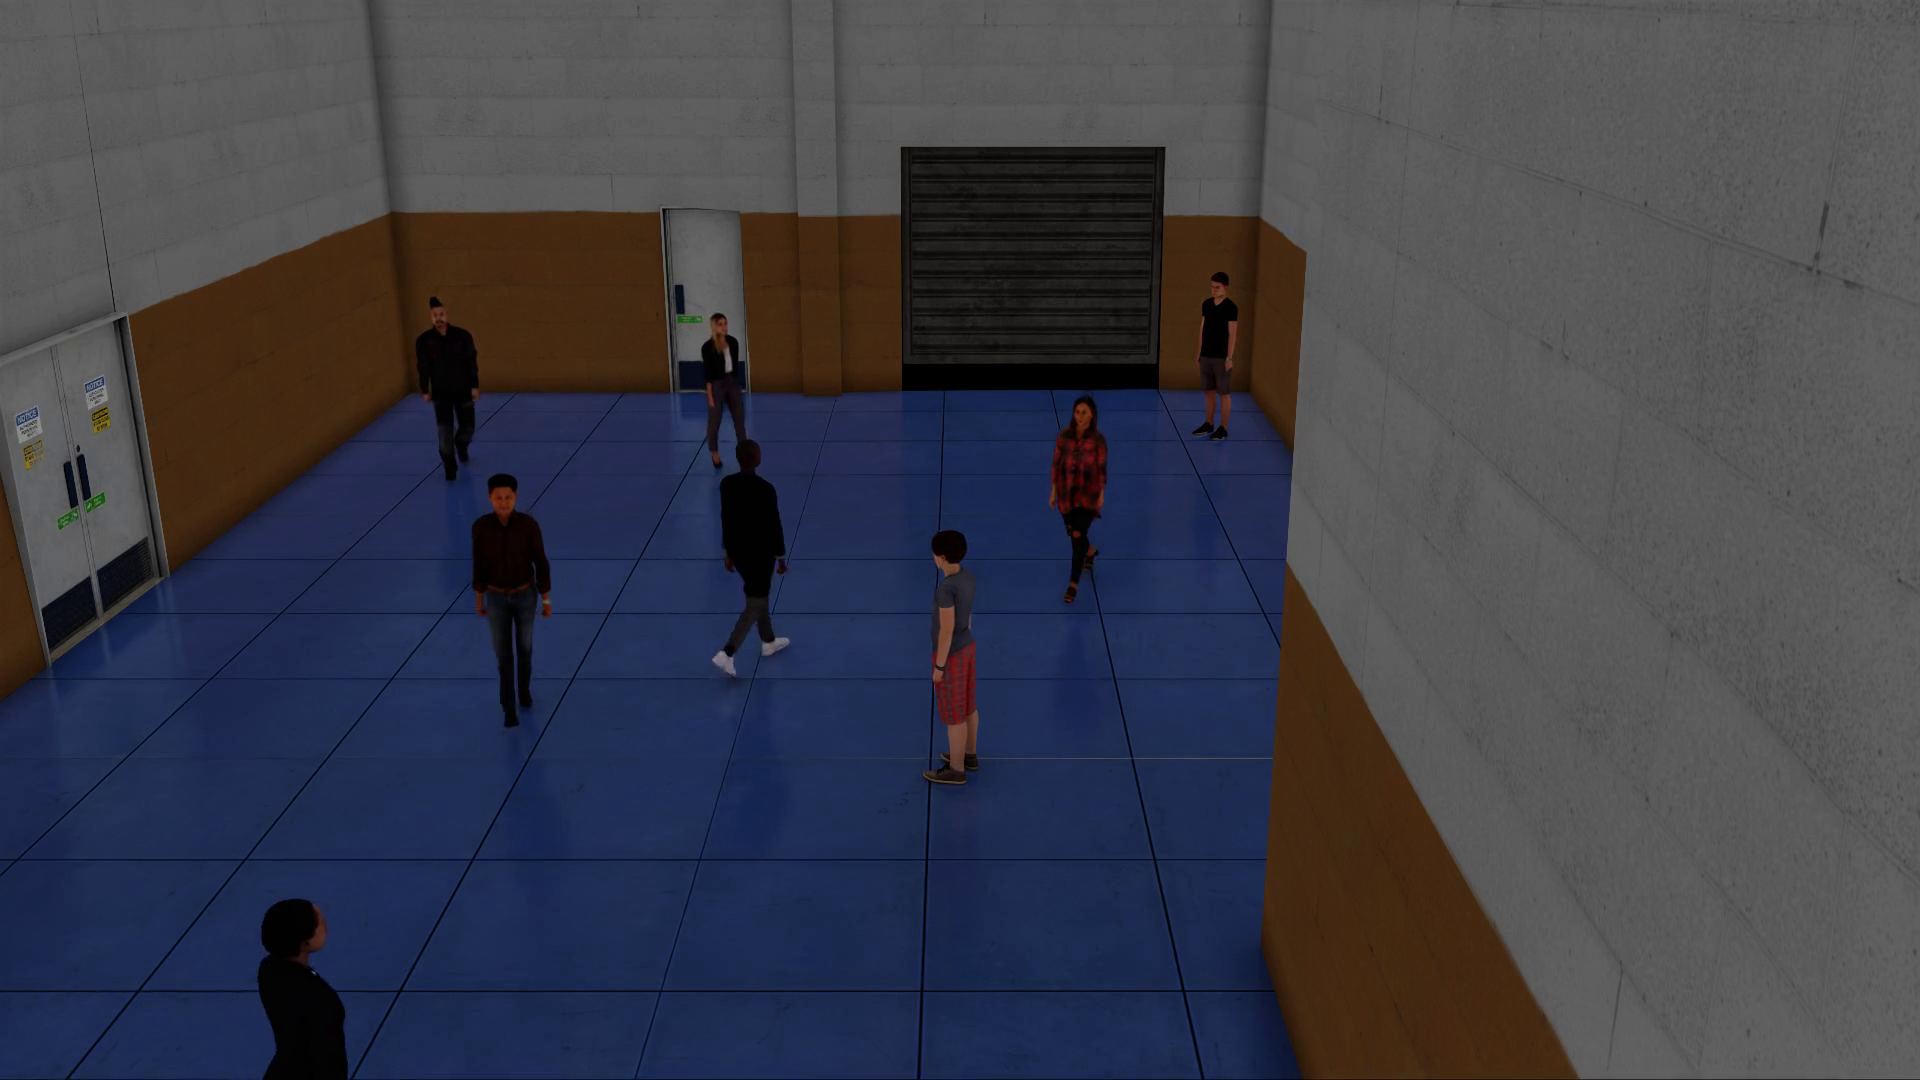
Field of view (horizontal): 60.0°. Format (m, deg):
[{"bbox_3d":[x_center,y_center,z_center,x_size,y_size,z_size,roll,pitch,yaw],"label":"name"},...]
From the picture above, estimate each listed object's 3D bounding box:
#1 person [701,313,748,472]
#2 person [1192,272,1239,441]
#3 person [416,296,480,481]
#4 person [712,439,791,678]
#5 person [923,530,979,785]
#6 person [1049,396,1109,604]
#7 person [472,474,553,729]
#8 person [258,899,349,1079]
[{"bbox_3d":[-2.509,-1.535,17.257,0.923,1.651,0.946,-14,23,-35],"label":"person"},{"bbox_3d":[2.874,-2.065,18.496,0.795,1.862,0.756,-15,23,-37],"label":"person"},{"bbox_3d":[-5.217,-1.574,17.039,1.098,1.838,1.054,-7,20,-20],"label":"person"},{"bbox_3d":[-1.573,0.153,12.128,1.181,1.728,1.123,12,22,32],"label":"person"},{"bbox_3d":[-0.034,0.732,10.514,0.652,1.649,0.669,8,20,23],"label":"person"},{"bbox_3d":[1.005,-0.368,13.766,1.125,1.668,1.020,10,21,28],"label":"person"},{"bbox_3d":[-3.087,0.374,11.456,1.042,1.740,0.898,-4,19,-13],"label":"person"},{"bbox_3d":[-2.437,2.170,6.054,1.146,1.787,1.096,12,22,33],"label":"person"}]
